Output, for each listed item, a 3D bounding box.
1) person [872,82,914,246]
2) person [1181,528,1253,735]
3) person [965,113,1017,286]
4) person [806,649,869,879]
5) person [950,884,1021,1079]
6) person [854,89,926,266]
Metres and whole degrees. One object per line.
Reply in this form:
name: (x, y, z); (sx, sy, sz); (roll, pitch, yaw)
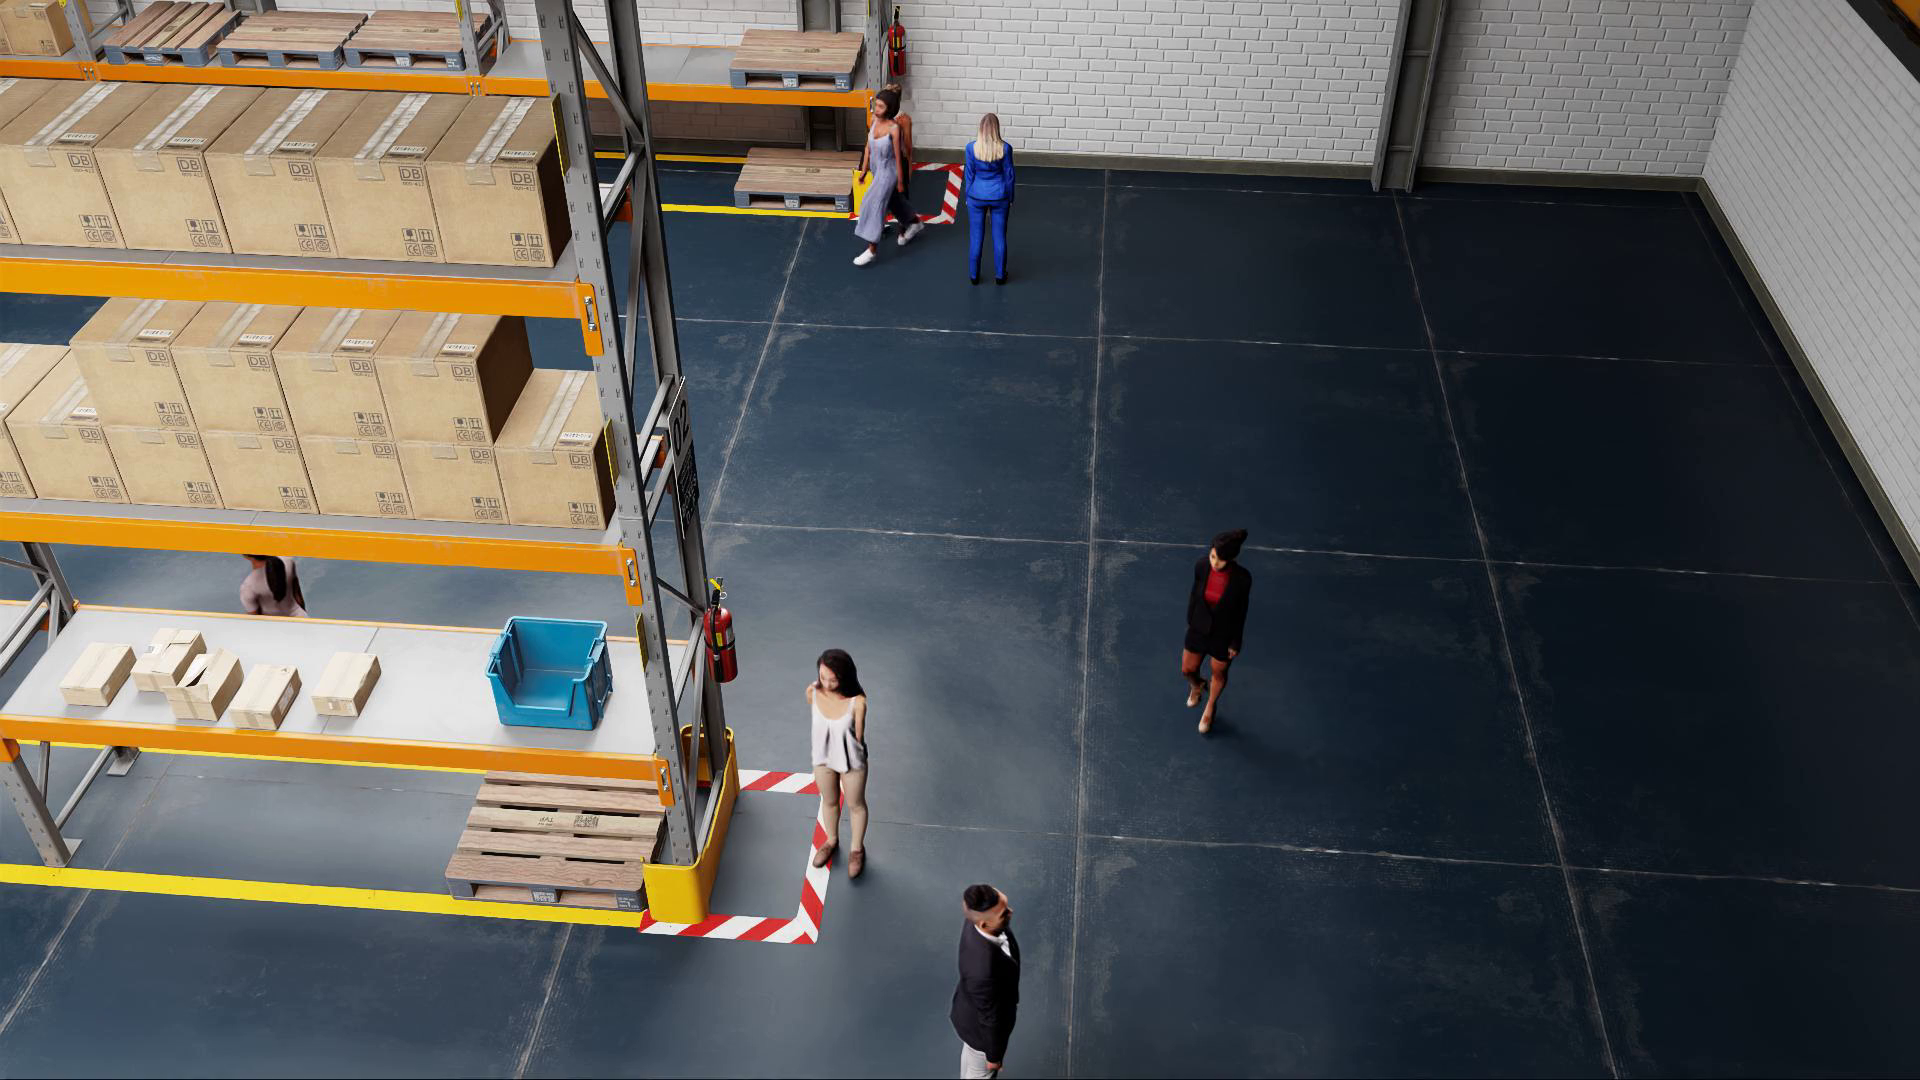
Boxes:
person: (-0.654, -3.649, 16.078); (0.515, 1.647, 0.652); (11, 40, 13)
person: (1.685, 0.576, 10.802); (0.642, 1.630, 0.722); (19, 42, 22)
person: (0.267, -3.153, 15.413); (0.478, 1.701, 0.674); (2, 39, 3)
person: (-0.712, 1.275, 9.906); (0.588, 1.654, 0.644); (29, 47, 31)
person: (0.121, 2.340, 8.336); (0.606, 1.950, 0.729); (0, 39, -1)
person: (-0.641, -3.506, 15.893); (1.169, 1.654, 1.035); (-23, 44, -26)
